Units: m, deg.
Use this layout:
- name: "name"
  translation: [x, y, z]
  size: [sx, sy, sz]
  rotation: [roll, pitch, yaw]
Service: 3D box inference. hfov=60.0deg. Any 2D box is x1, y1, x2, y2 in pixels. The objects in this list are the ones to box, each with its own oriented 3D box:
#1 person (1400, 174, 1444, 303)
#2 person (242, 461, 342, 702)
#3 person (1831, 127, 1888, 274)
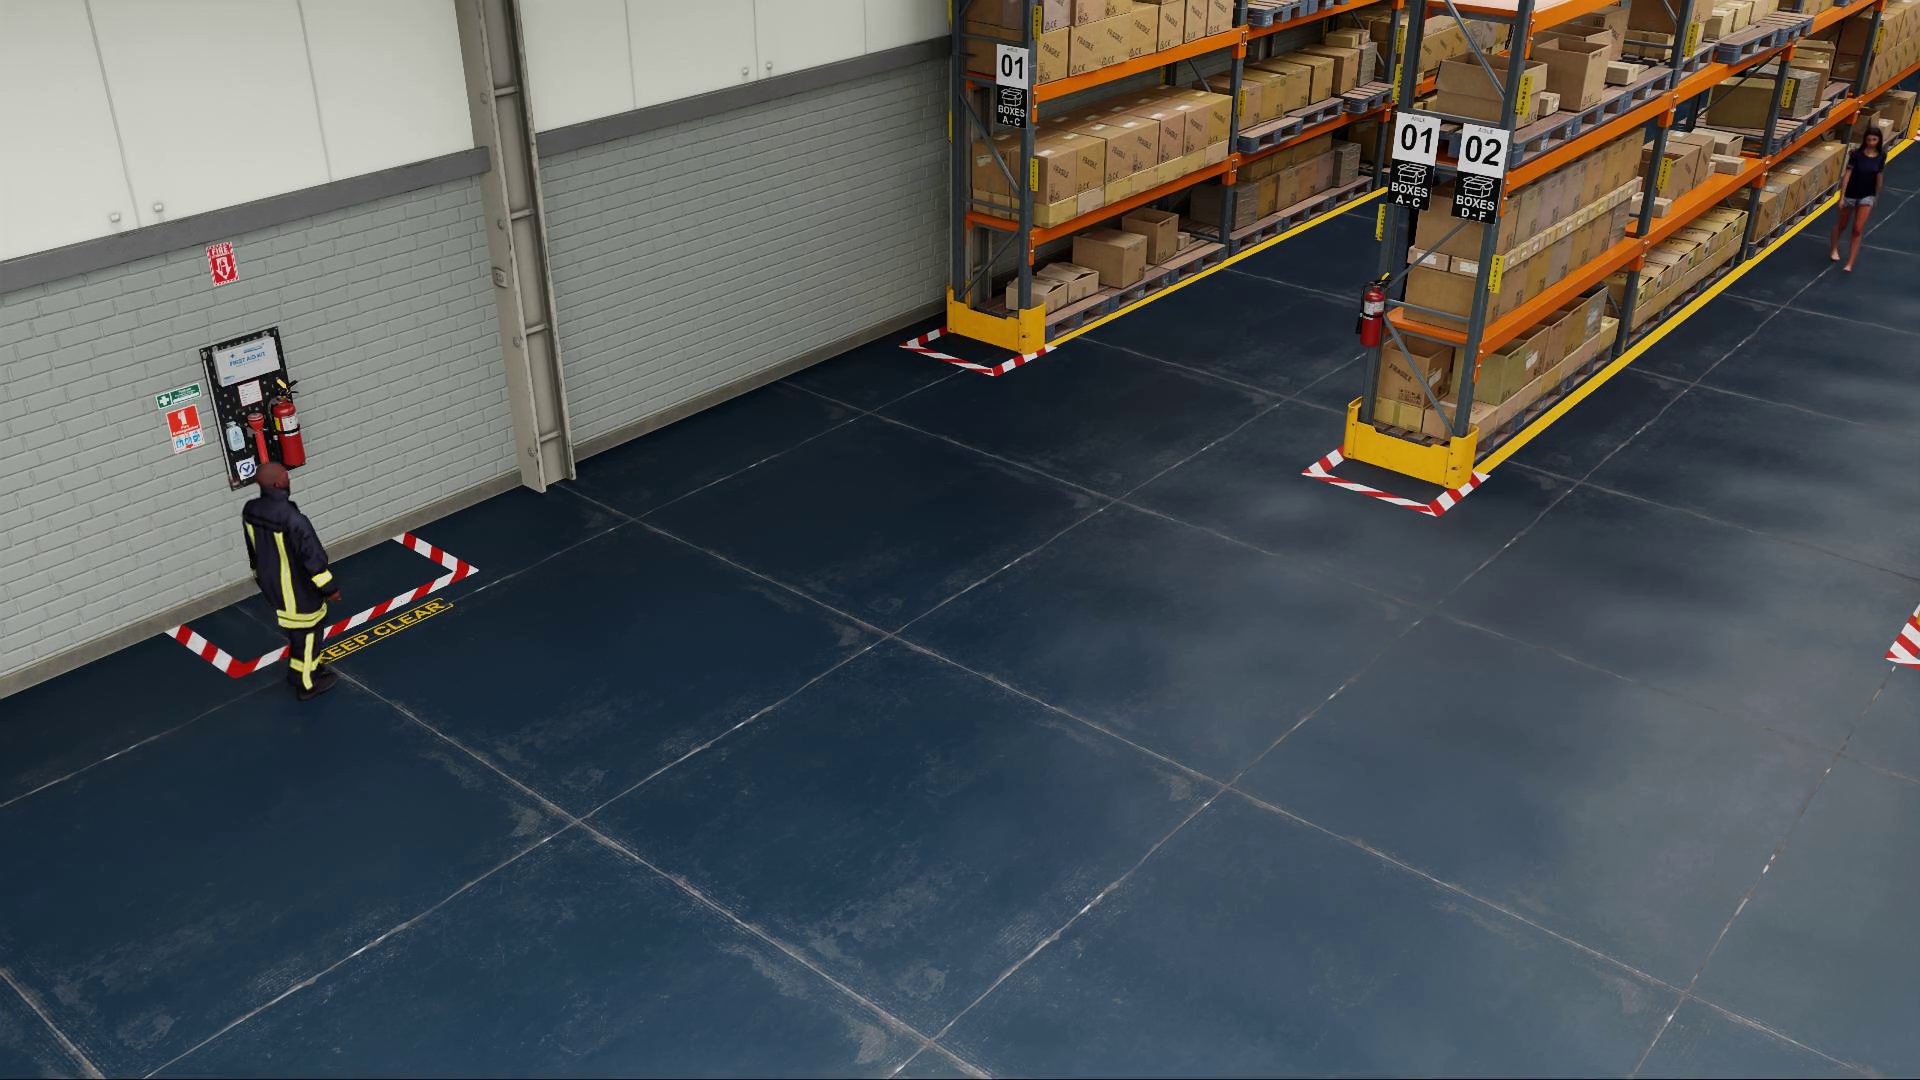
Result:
- name: "person"
  translation: [4.996, -3.084, 17.996]
  size: [0.656, 1.755, 0.693]
  rotation: [-15, 31, -25]
- name: "person"
  translation: [-4.693, 0.315, 11.557]
  size: [0.754, 1.809, 0.768]
  rotation: [19, 33, 31]
- name: "person"
  translation: [10.751, -4.105, 19.955]
  size: [0.888, 1.716, 1.216]
  rotation: [7, 29, 13]
